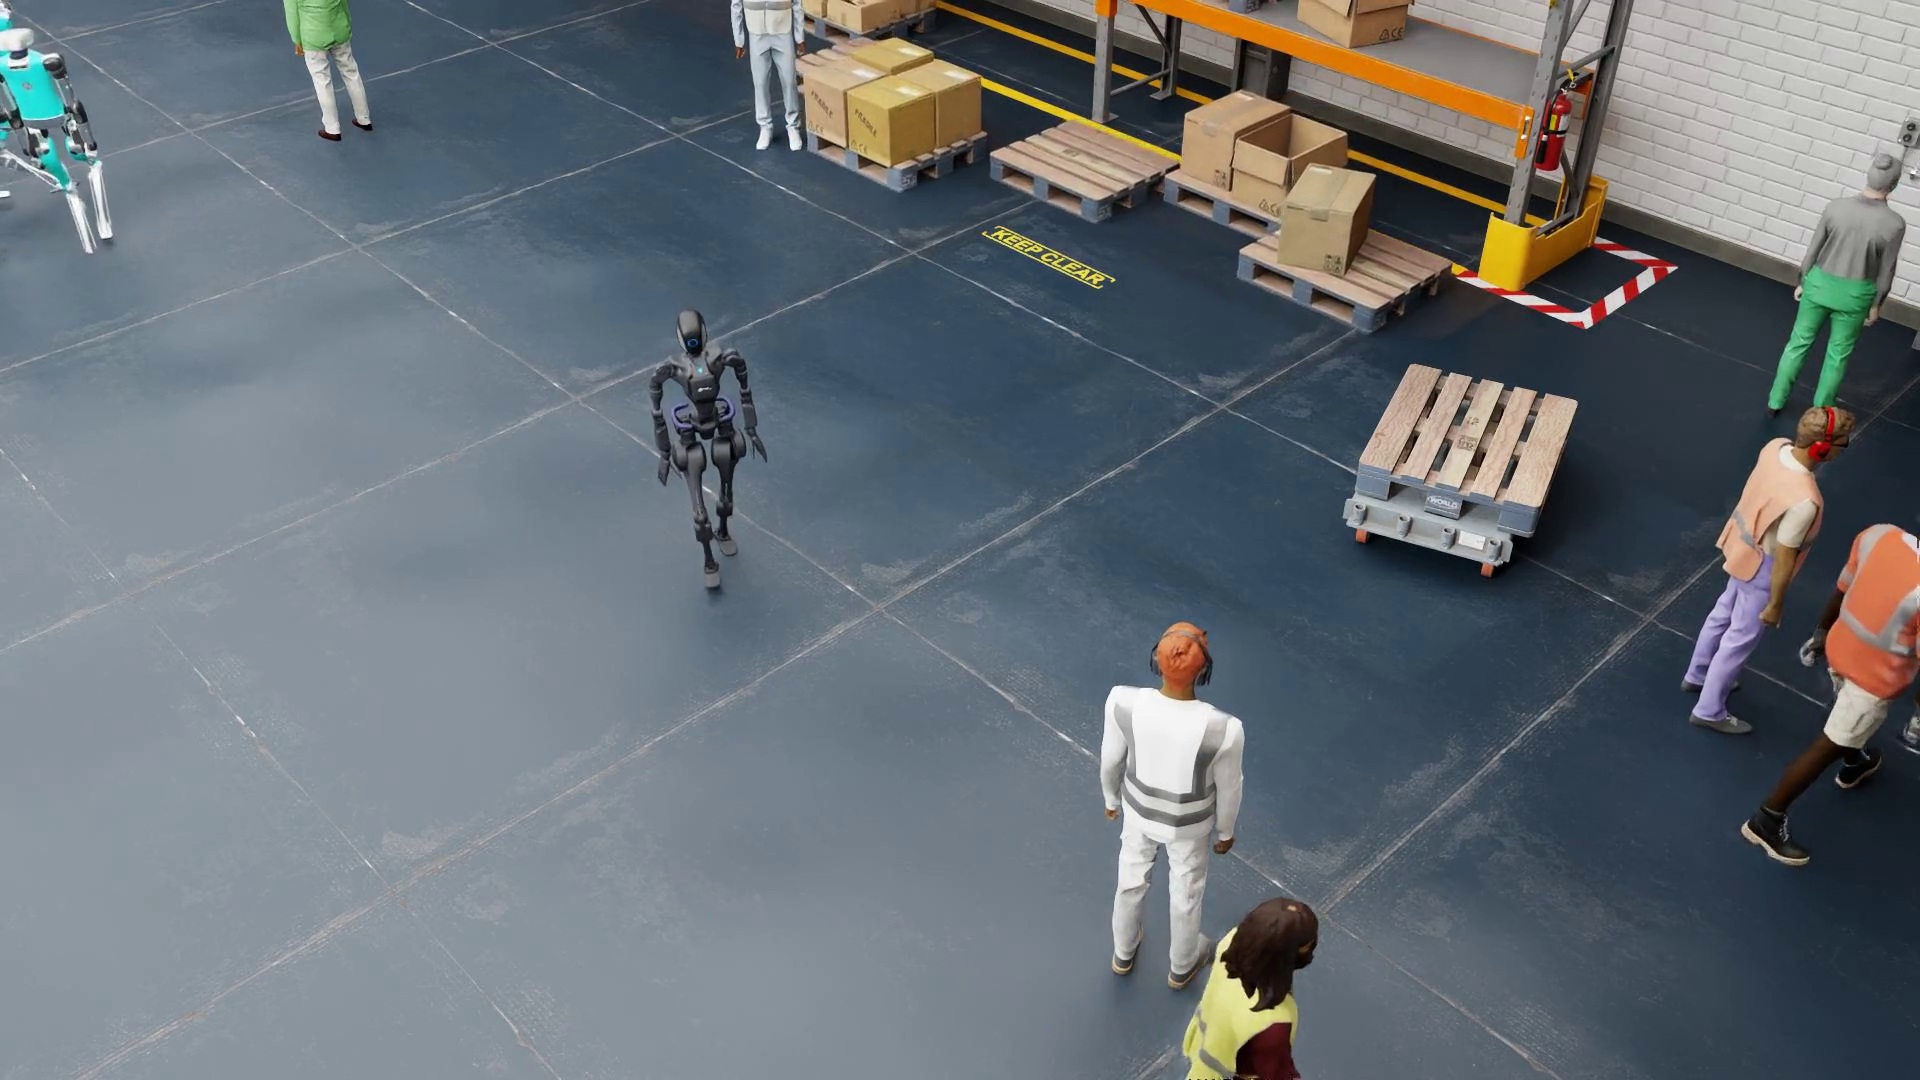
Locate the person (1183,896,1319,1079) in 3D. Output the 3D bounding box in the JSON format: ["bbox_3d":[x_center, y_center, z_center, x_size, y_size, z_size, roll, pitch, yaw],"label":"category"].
[{"bbox_3d":[1.073,1.887,5.826,0.905,1.724,0.481,1,37,2],"label":"person"}]

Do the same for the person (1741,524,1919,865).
[{"bbox_3d":[4.112,0.565,7.441,0.956,1.899,0.683,-6,37,-7],"label":"person"}]

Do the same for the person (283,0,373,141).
[{"bbox_3d":[-5.321,-4.231,13.890,0.388,1.776,0.539,30,46,34],"label":"person"}]

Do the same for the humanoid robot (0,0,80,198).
[{"bbox_3d":[-7.529,-3.360,12.784,0.995,1.725,0.547,-9,38,-11],"label":"humanoid robot"}]

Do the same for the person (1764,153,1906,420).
[{"bbox_3d":[5.445,-1.540,10.280,0.524,1.843,0.386,26,44,30],"label":"person"}]

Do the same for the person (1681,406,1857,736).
[{"bbox_3d":[3.863,0.141,8.048,0.379,1.836,0.564,5,37,6],"label":"person"}]

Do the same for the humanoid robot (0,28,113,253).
[{"bbox_3d":[-6.595,-2.959,12.266,0.550,1.808,0.768,-6,37,-7],"label":"humanoid robot"}]

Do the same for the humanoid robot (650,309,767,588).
[{"bbox_3d":[-1.355,-0.526,9.071,0.608,1.643,0.578,-13,39,-17],"label":"humanoid robot"}]

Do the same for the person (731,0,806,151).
[{"bbox_3d":[-1.570,-4.154,13.679,0.597,1.907,0.413,-2,37,-3],"label":"person"}]

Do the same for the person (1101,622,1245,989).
[{"bbox_3d":[0.846,1.100,6.740,0.572,1.882,0.356,13,39,17],"label":"person"}]
